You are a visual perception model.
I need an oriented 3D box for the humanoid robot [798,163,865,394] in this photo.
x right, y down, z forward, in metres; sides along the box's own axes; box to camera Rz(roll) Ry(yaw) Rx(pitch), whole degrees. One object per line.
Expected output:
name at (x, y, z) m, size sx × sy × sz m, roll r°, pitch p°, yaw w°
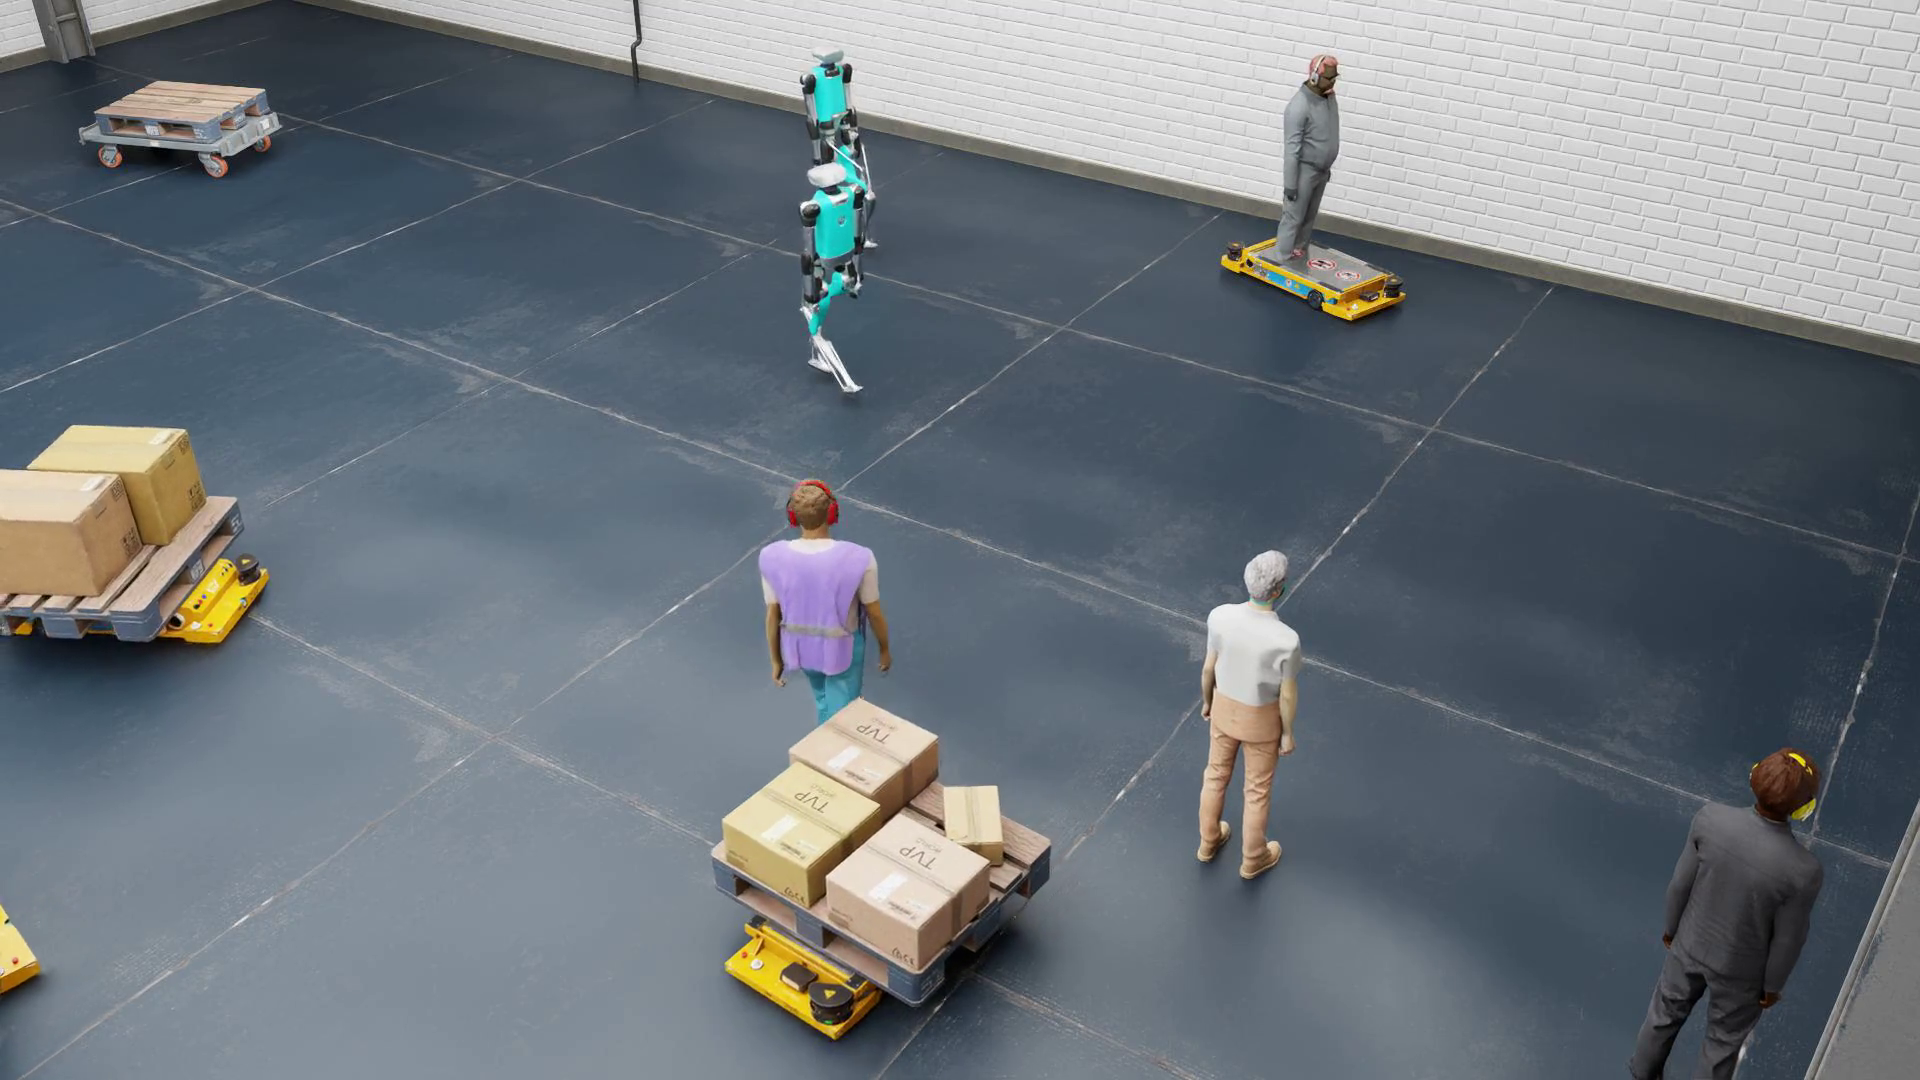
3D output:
humanoid robot at (-0.987, -1.861, 11.773) m, size 0.555 × 1.735 × 0.968 m, roll -27°, pitch 41°, yaw -35°

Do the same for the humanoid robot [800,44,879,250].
humanoid robot at (-0.902, -3.204, 13.919) m, size 1.032 × 1.754 × 0.535 m, roll 26°, pitch 41°, yaw 34°

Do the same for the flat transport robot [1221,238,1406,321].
flat transport robot at (2.891, -2.190, 13.664) m, size 0.659 × 0.231 × 1.431 m, roll -23°, pitch 39°, yaw -31°

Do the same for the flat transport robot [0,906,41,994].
flat transport robot at (-4.828, 2.001, 7.142) m, size 1.431 × 0.231 × 0.659 m, roll -28°, pitch 42°, yaw -36°

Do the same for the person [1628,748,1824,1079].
person at (2.917, 1.560, 6.345) m, size 0.347 × 1.874 × 0.494 m, roll -24°, pitch 40°, yaw -33°

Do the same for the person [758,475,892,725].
person at (-0.659, 0.562, 7.969) m, size 0.596 × 1.796 × 0.887 m, roll 8°, pitch 34°, yaw 13°

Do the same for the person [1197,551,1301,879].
person at (1.321, 0.804, 7.638) m, size 0.473 × 1.746 × 0.322 m, roll 22°, pitch 39°, yaw 30°

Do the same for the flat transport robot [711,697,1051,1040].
flat transport robot at (-0.354, 1.659, 7.674) m, size 0.659 × 0.231 × 1.431 m, roll 22°, pitch 39°, yaw 31°

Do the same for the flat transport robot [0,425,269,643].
flat transport robot at (-4.899, 0.318, 9.761) m, size 1.431 × 0.231 × 0.659 m, roll 2°, pitch 33°, yaw 4°

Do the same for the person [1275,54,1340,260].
person at (2.811, -2.950, 13.342) m, size 0.407 × 1.900 × 0.643 m, roll 22°, pitch 39°, yaw 31°
